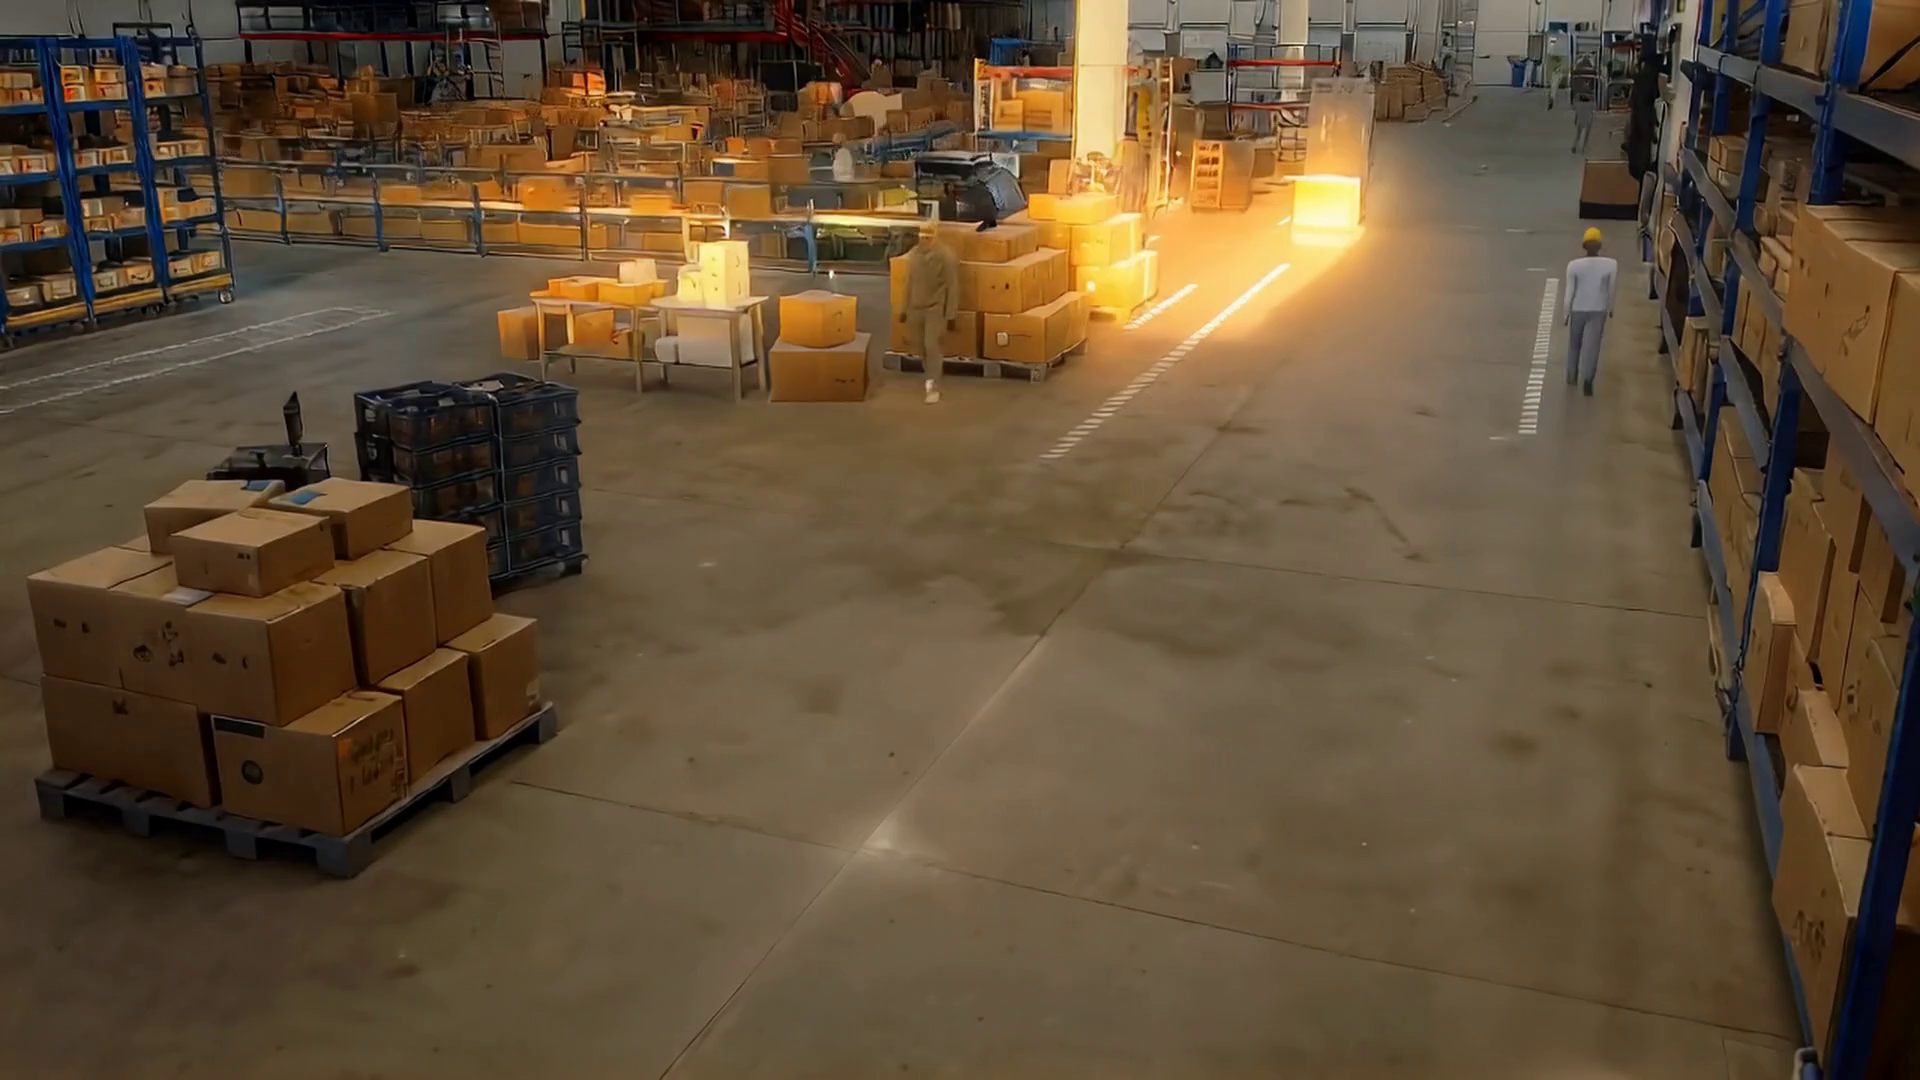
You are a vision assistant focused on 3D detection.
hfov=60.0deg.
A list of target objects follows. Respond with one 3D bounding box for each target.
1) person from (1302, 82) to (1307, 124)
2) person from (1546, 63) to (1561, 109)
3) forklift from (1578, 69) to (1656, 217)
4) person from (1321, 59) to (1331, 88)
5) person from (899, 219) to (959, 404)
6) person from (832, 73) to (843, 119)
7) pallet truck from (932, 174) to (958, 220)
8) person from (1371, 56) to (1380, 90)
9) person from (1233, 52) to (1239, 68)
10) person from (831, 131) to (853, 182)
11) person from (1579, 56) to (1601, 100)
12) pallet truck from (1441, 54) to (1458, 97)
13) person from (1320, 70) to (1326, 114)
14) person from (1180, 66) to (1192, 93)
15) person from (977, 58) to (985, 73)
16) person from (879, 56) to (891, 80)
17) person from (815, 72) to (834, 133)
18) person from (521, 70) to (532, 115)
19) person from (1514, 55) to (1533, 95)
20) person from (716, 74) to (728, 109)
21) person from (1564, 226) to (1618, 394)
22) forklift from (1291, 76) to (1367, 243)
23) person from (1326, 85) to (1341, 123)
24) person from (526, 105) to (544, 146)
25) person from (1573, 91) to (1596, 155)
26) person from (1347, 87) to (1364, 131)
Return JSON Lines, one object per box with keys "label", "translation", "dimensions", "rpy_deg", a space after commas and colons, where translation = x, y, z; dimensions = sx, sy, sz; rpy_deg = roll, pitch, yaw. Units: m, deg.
{"label": "person", "translation": [11.489, -14.792, 56.193], "dimensions": [0.392, 1.920, 0.593], "rpy_deg": [-6, 18, -17]}
{"label": "person", "translation": [24.494, -18.717, 68.628], "dimensions": [0.560, 1.853, 0.450], "rpy_deg": [7, 19, 22]}
{"label": "forklift", "translation": [13.219, -7.740, 32.475], "dimensions": [1.873, 2.768, 1.129], "rpy_deg": [6, 19, 18]}
{"label": "person", "translation": [18.753, -23.930, 85.033], "dimensions": [0.955, 1.835, 0.610], "rpy_deg": [-14, 22, -37]}
{"label": "person", "translation": [-0.302, -2.392, 17.273], "dimensions": [0.673, 1.894, 0.538], "rpy_deg": [13, 22, 36]}
{"label": "person", "translation": [-4.342, -15.651, 59.052], "dimensions": [0.423, 1.817, 0.626], "rpy_deg": [-1, 18, -3]}
{"label": "pallet truck", "translation": [-0.507, -5.292, 27.348], "dimensions": [0.653, 1.274, 1.630], "rpy_deg": [6, 19, 19]}
{"label": "person", "translation": [19.487, -21.736, 78.074], "dimensions": [0.356, 1.881, 0.575], "rpy_deg": [-2, 18, -6]}
{"label": "person", "translation": [14.919, -25.468, 89.881], "dimensions": [0.912, 1.840, 0.526], "rpy_deg": [15, 23, 39]}
{"label": "person", "translation": [-2.164, -6.574, 30.547], "dimensions": [0.414, 1.814, 0.601], "rpy_deg": [0, 18, -1]}
{"label": "person", "translation": [28.346, -20.730, 74.653], "dimensions": [0.987, 2.000, 0.710], "rpy_deg": [2, 18, 7]}
{"label": "pallet truck", "translation": [22.765, -21.886, 78.355], "dimensions": [0.823, 1.965, 1.885], "rpy_deg": [-4, 18, -14]}
{"label": "person", "translation": [12.694, -15.587, 58.694], "dimensions": [0.608, 1.911, 0.997], "rpy_deg": [-13, 22, -35]}
{"label": "person", "translation": [8.448, -16.692, 62.130], "dimensions": [0.543, 1.939, 0.362], "rpy_deg": [-10, 20, -28]}
{"label": "person", "translation": [0.915, -20.906, 75.456], "dimensions": [0.798, 1.894, 0.592], "rpy_deg": [-7, 19, -22]}
{"label": "person", "translation": [-3.517, -21.746, 78.074], "dimensions": [0.552, 1.916, 0.865], "rpy_deg": [-1, 18, -4]}
{"label": "person", "translation": [-4.510, -14.520, 55.221], "dimensions": [0.623, 1.989, 0.399], "rpy_deg": [1, 18, 3]}
{"label": "person", "translation": [-16.818, -17.399, 64.696], "dimensions": [0.501, 1.728, 0.488], "rpy_deg": [7, 19, 20]}
{"label": "person", "translation": [27.425, -22.557, 80.653], "dimensions": [1.020, 1.874, 0.668], "rpy_deg": [2, 18, 7]}
{"label": "person", "translation": [-7.863, -14.372, 54.847], "dimensions": [0.375, 1.933, 0.550], "rpy_deg": [5, 18, 16]}
{"label": "person", "translation": [6.699, -2.455, 17.728], "dimensions": [0.529, 1.736, 0.802], "rpy_deg": [7, 19, 21]}
{"label": "forklift", "translation": [6.598, -6.755, 29.381], "dimensions": [1.129, 2.768, 1.873], "rpy_deg": [6, 19, 19]}
{"label": "person", "translation": [12.673, -14.838, 56.730], "dimensions": [0.550, 1.662, 0.712], "rpy_deg": [-1, 18, -2]}
{"label": "person", "translation": [-10.820, -10.261, 42.437], "dimensions": [0.494, 1.624, 0.283], "rpy_deg": [5, 18, 17]}
{"label": "person", "translation": [17.665, -11.783, 47.007], "dimensions": [0.524, 1.758, 0.367], "rpy_deg": [14, 22, 37]}
{"label": "person", "translation": [12.405, -13.467, 52.108], "dimensions": [0.637, 1.880, 0.868], "rpy_deg": [-12, 21, -32]}
